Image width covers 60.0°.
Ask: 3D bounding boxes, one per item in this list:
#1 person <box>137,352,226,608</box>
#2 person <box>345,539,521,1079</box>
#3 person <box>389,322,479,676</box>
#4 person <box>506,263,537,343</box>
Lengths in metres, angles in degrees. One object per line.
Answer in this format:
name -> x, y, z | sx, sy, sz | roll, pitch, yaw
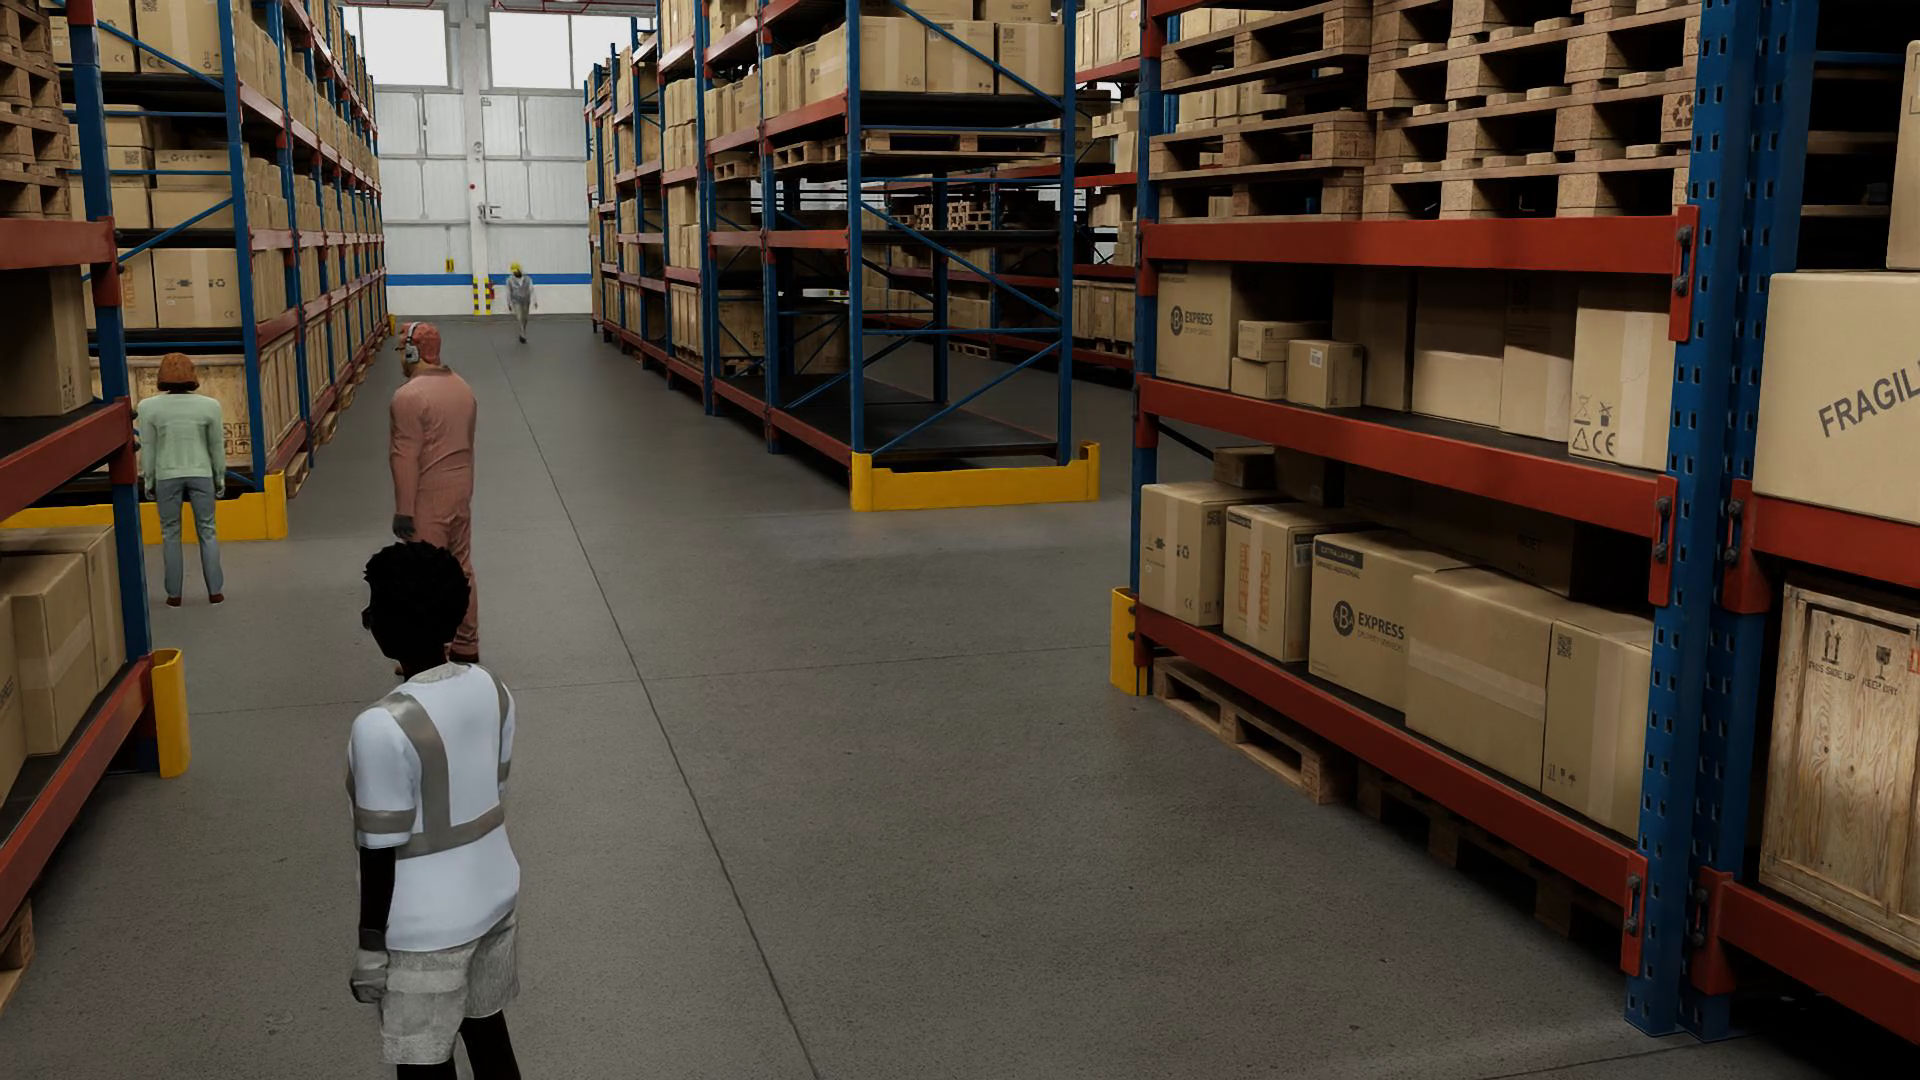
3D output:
person -> -4.935, -0.377, 10.585 | 0.495, 1.625, 0.281 | -6, 12, -30
person -> -1.172, 0.840, 3.745 | 0.319, 1.690, 0.535 | 3, 11, 14
person -> -2.857, -0.220, 8.979 | 0.399, 1.899, 0.646 | 3, 11, 14
person -> -9.813, -5.298, 37.178 | 0.604, 1.793, 0.902 | -6, 12, -28
